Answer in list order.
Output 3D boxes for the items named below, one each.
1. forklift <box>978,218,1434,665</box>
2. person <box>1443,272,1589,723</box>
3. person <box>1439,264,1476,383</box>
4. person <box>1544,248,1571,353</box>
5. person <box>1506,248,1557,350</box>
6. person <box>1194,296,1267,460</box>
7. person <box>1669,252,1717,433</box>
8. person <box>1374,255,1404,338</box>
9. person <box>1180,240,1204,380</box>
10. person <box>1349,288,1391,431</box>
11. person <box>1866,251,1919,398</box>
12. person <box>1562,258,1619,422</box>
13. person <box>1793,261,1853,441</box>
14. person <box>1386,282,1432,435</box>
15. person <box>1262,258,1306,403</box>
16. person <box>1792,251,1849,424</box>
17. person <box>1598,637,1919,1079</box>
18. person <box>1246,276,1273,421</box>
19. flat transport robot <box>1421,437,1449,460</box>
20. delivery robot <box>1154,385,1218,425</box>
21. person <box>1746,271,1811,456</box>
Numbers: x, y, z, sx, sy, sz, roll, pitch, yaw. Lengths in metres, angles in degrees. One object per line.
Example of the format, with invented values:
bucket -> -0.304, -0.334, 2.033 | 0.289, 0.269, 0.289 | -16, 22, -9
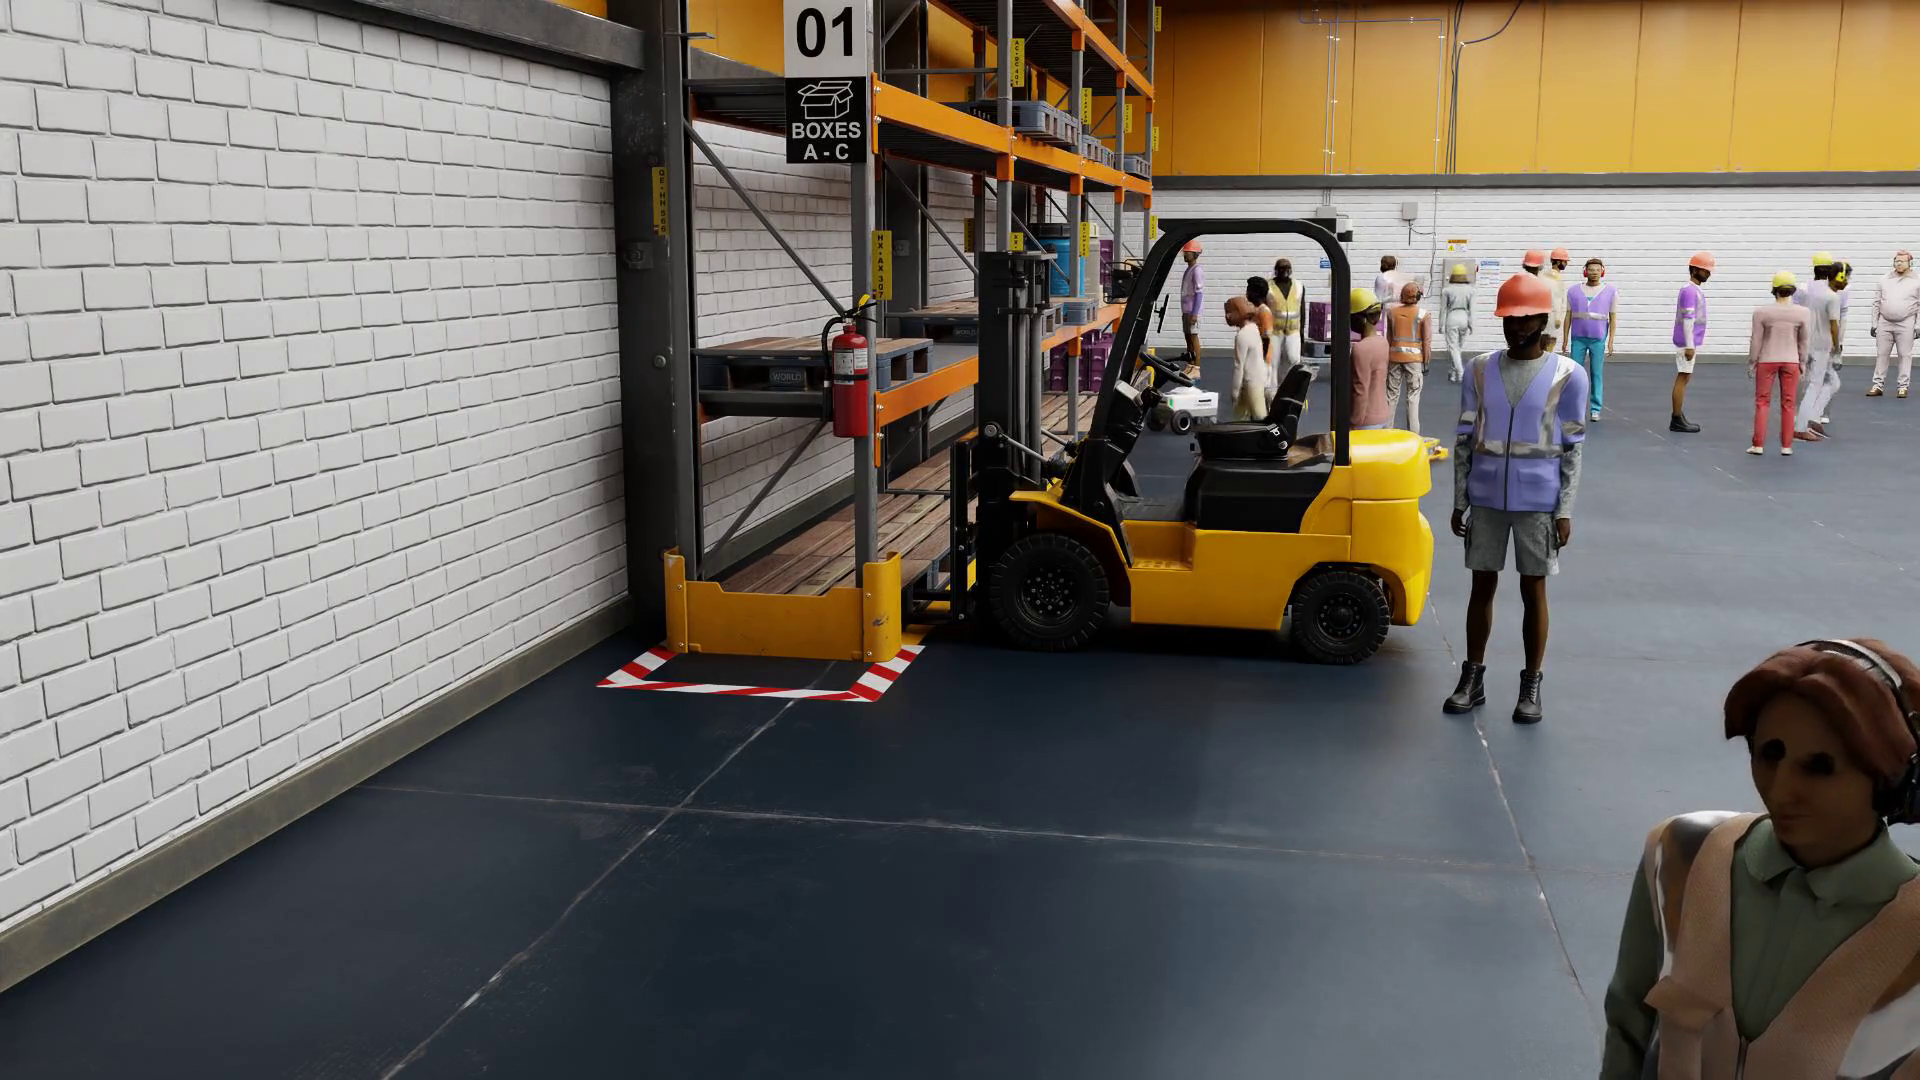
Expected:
forklift -> 1.285, -0.567, 8.635 | 2.313, 2.155, 1.214 | 2, 11, 11
person -> 2.396, -0.178, 7.203 | 0.543, 1.939, 0.355 | 6, 12, 31
person -> 7.174, -3.114, 23.944 | 0.488, 1.714, 0.807 | 0, 10, -1
person -> 8.611, -3.257, 24.090 | 0.377, 1.932, 0.552 | 0, 10, 2
person -> 6.691, -2.446, 19.589 | 0.635, 1.949, 0.644 | -10, 14, -44
person -> 2.485, -1.336, 14.537 | 0.880, 1.564, 0.562 | 4, 11, 20
person -> 7.881, -2.124, 17.905 | 0.384, 1.927, 0.544 | 5, 12, 27
person -> 6.555, -3.437, 25.388 | 0.632, 1.820, 0.636 | 10, 14, 42
person -> 3.375, -3.377, 24.449 | 0.371, 2.044, 0.615 | -1, 10, -8
person -> 2.621, -0.749, 10.835 | 0.337, 1.759, 0.524 | 6, 12, 31
person -> 12.230, -2.810, 21.719 | 0.641, 1.908, 0.407 | 10, 14, 43
person -> 7.162, -2.275, 18.944 | 0.571, 1.846, 0.382 | 6, 12, 30
person -> 8.852, -1.930, 17.081 | 0.544, 1.834, 0.682 | 2, 11, 10
person -> 4.579, -1.818, 17.051 | 0.512, 1.630, 0.318 | 9, 14, 42
person -> 4.025, -2.589, 20.736 | 0.650, 1.819, 0.638 | -1, 10, -5
person -> 9.582, -2.254, 18.614 | 0.585, 1.927, 0.366 | 2, 11, 13
person -> 1.001, 0.915, 2.040 | 0.307, 1.637, 0.512 | -7, 12, -33
person -> 2.994, -1.817, 16.850 | 0.316, 1.696, 0.540 | -2, 10, -9
flat transport robot -> 3.908, -0.807, 15.225 | 0.652, 0.197, 1.431 | 7, 13, 35
delivery robot -> 2.423, -1.470, 17.824 | 0.707, 0.478, 0.477 | -7, 12, -33
person -> 7.837, -1.686, 15.947 | 0.541, 1.766, 0.327 | 3, 11, 14
